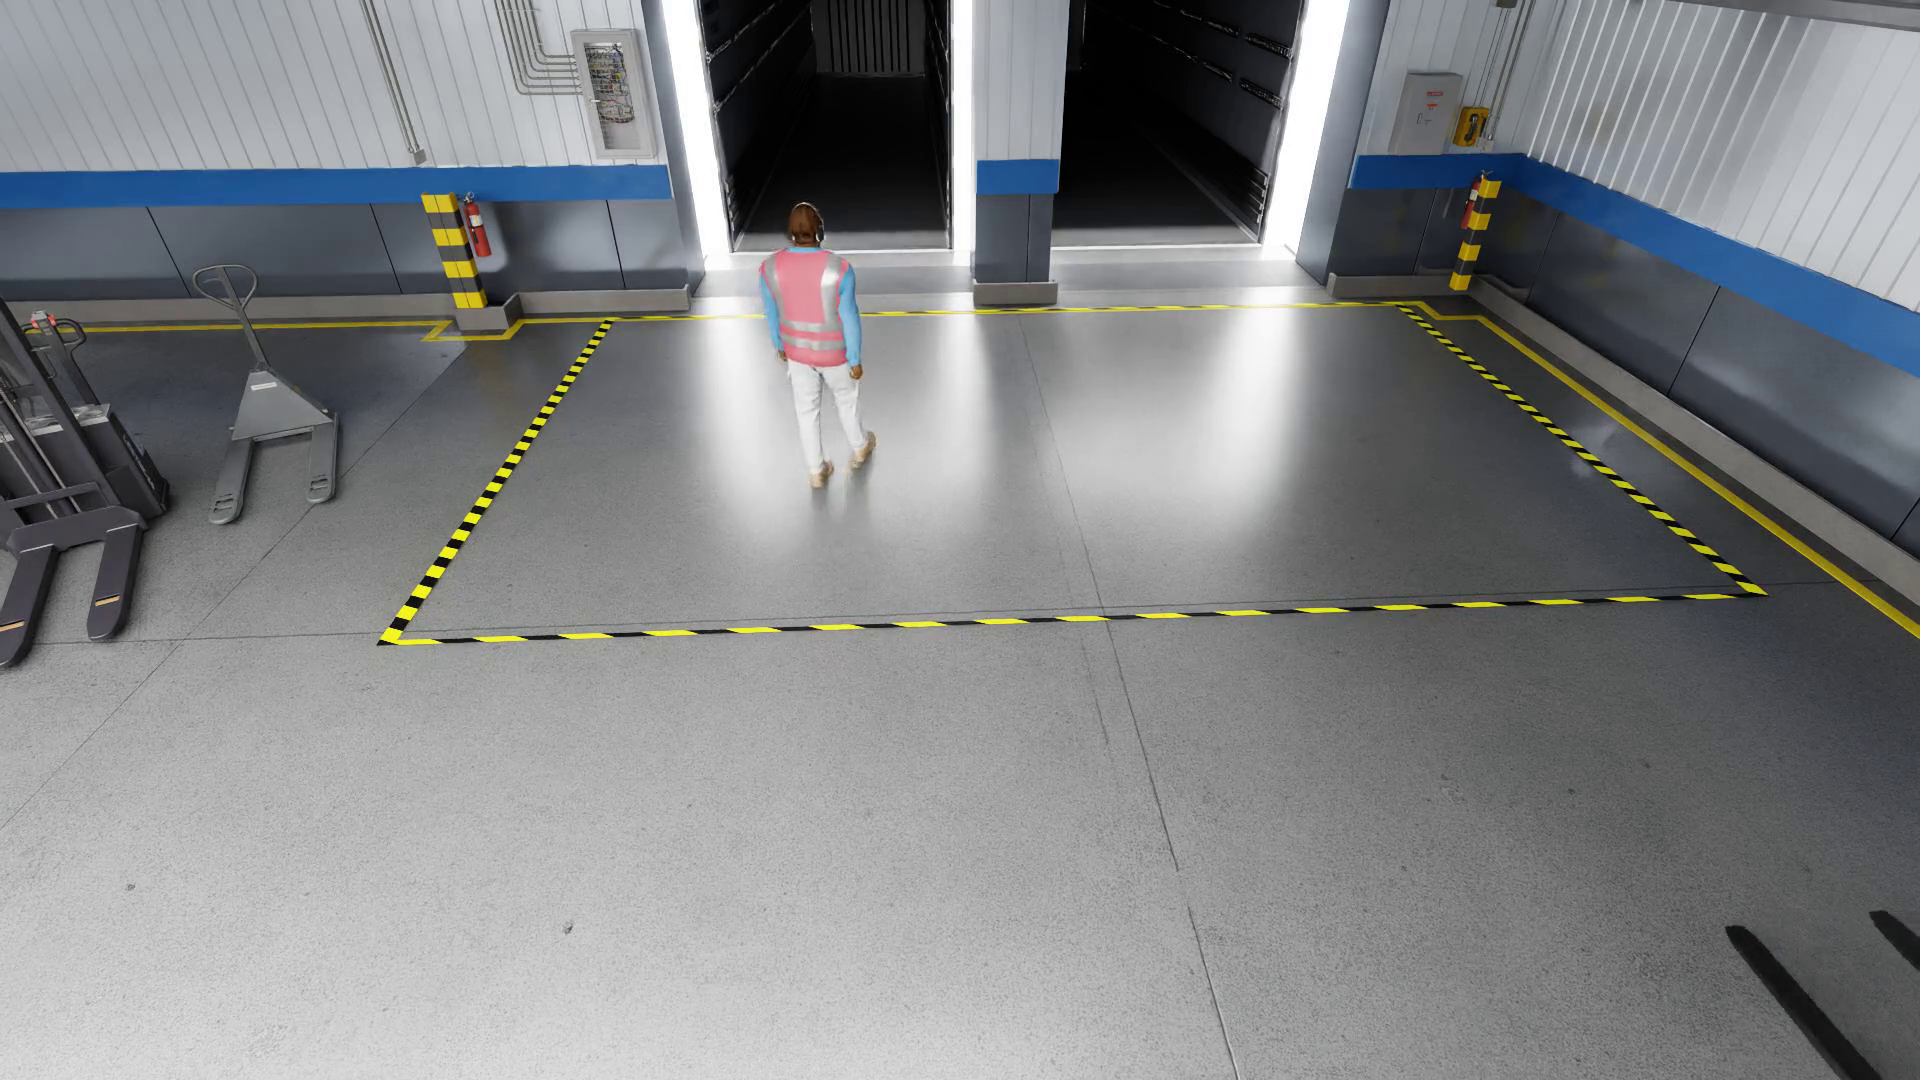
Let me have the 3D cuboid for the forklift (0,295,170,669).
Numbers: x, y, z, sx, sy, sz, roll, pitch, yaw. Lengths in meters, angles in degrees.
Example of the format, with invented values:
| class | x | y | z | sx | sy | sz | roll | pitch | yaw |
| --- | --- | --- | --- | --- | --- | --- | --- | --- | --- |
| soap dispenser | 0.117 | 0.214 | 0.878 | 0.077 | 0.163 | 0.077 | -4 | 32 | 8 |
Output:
| class | x | y | z | sx | sy | sz | roll | pitch | yaw |
| --- | --- | --- | --- | --- | --- | --- | --- | --- | --- |
| forklift | -5.212 | -0.618 | 4.878 | 0.823 | 1.965 | 1.885 | -20 | 39 | -26 |

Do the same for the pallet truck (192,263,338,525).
| class | x | y | z | sx | sy | sz | roll | pitch | yaw |
| --- | --- | --- | --- | --- | --- | --- | --- | --- | --- |
| pallet truck | -4.778 | -1.027 | 6.128 | 0.680 | 1.201 | 1.601 | -17 | 38 | -23 |

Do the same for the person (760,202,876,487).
| class | x | y | z | sx | sy | sz | roll | pitch | yaw |
| --- | --- | --- | --- | --- | --- | --- | --- | --- | --- |
| person | -0.888 | -1.278 | 5.970 | 0.658 | 1.825 | 0.686 | 7 | 36 | 10 |
